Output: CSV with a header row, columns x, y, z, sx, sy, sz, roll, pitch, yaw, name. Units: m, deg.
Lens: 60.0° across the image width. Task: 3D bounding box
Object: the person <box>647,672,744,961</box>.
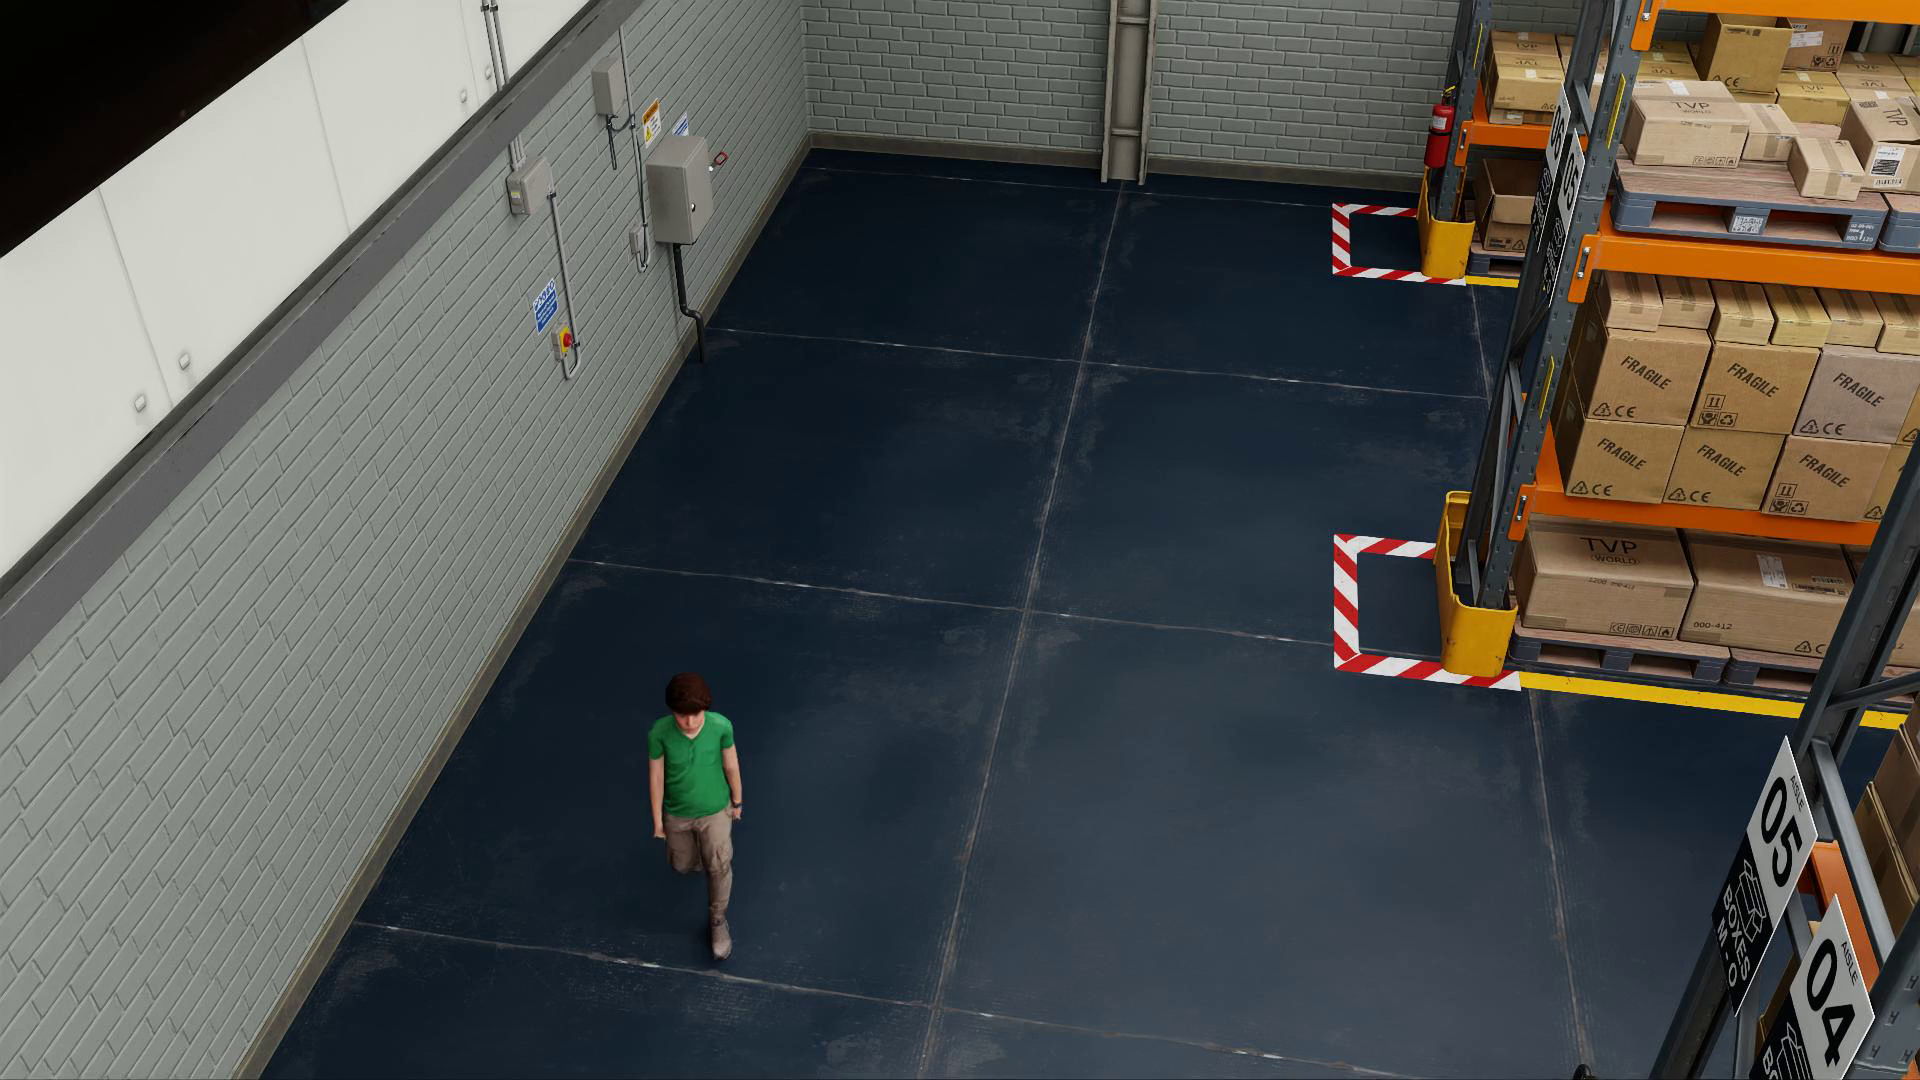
x,y,z,sx,sy,sz,roll,pitch,yaw,name
-1.262,1.208,7.888,0.936,1.636,0.822,-5,38,-7,person
